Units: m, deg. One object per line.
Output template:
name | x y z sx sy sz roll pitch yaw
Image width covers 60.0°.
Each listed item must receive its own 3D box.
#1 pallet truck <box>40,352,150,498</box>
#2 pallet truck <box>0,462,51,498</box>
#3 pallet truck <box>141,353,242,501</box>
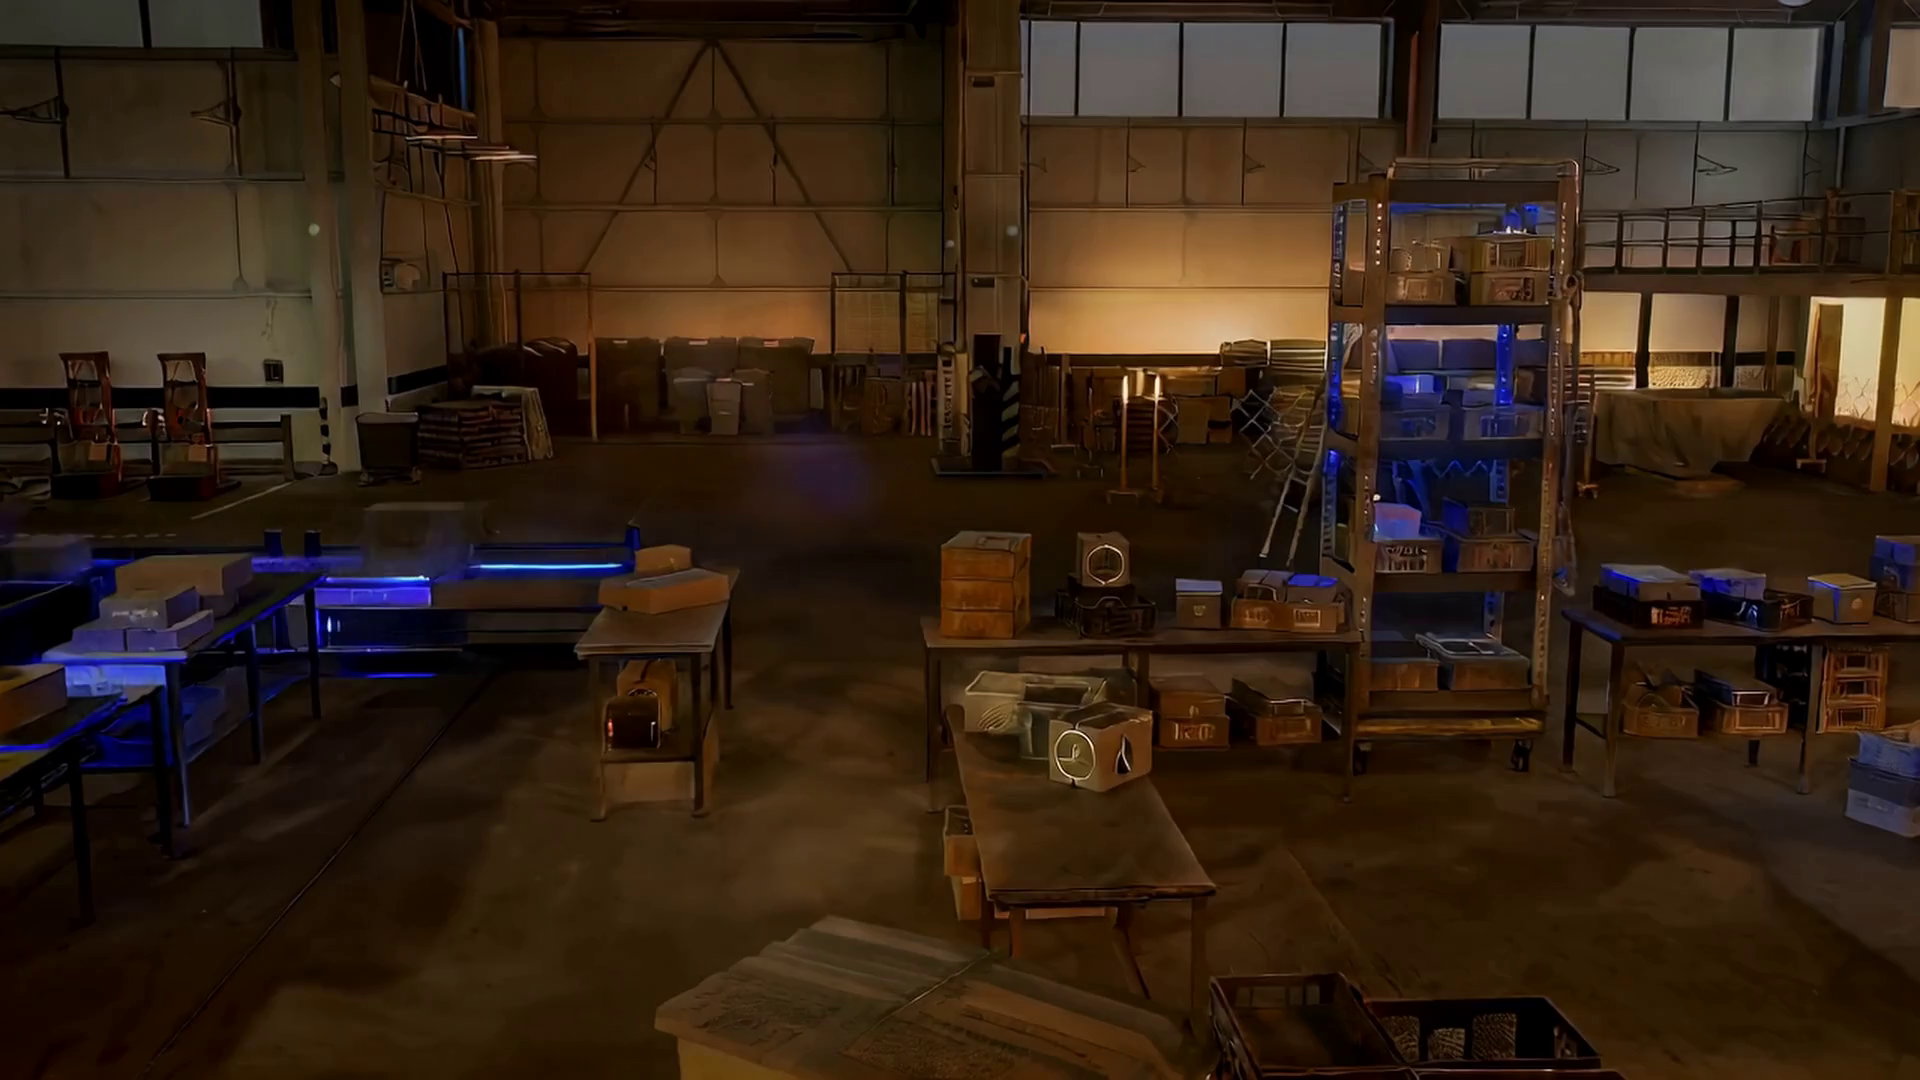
pallet truck | -11.907 -1.642 23.165 0.823 1.965 1.885 0 9 0
pallet truck | -13.193 -1.293 23.148 0.653 1.274 1.630 -1 9 -4
pallet truck | -10.520 -1.604 22.925 0.823 1.965 1.885 -1 9 -6
